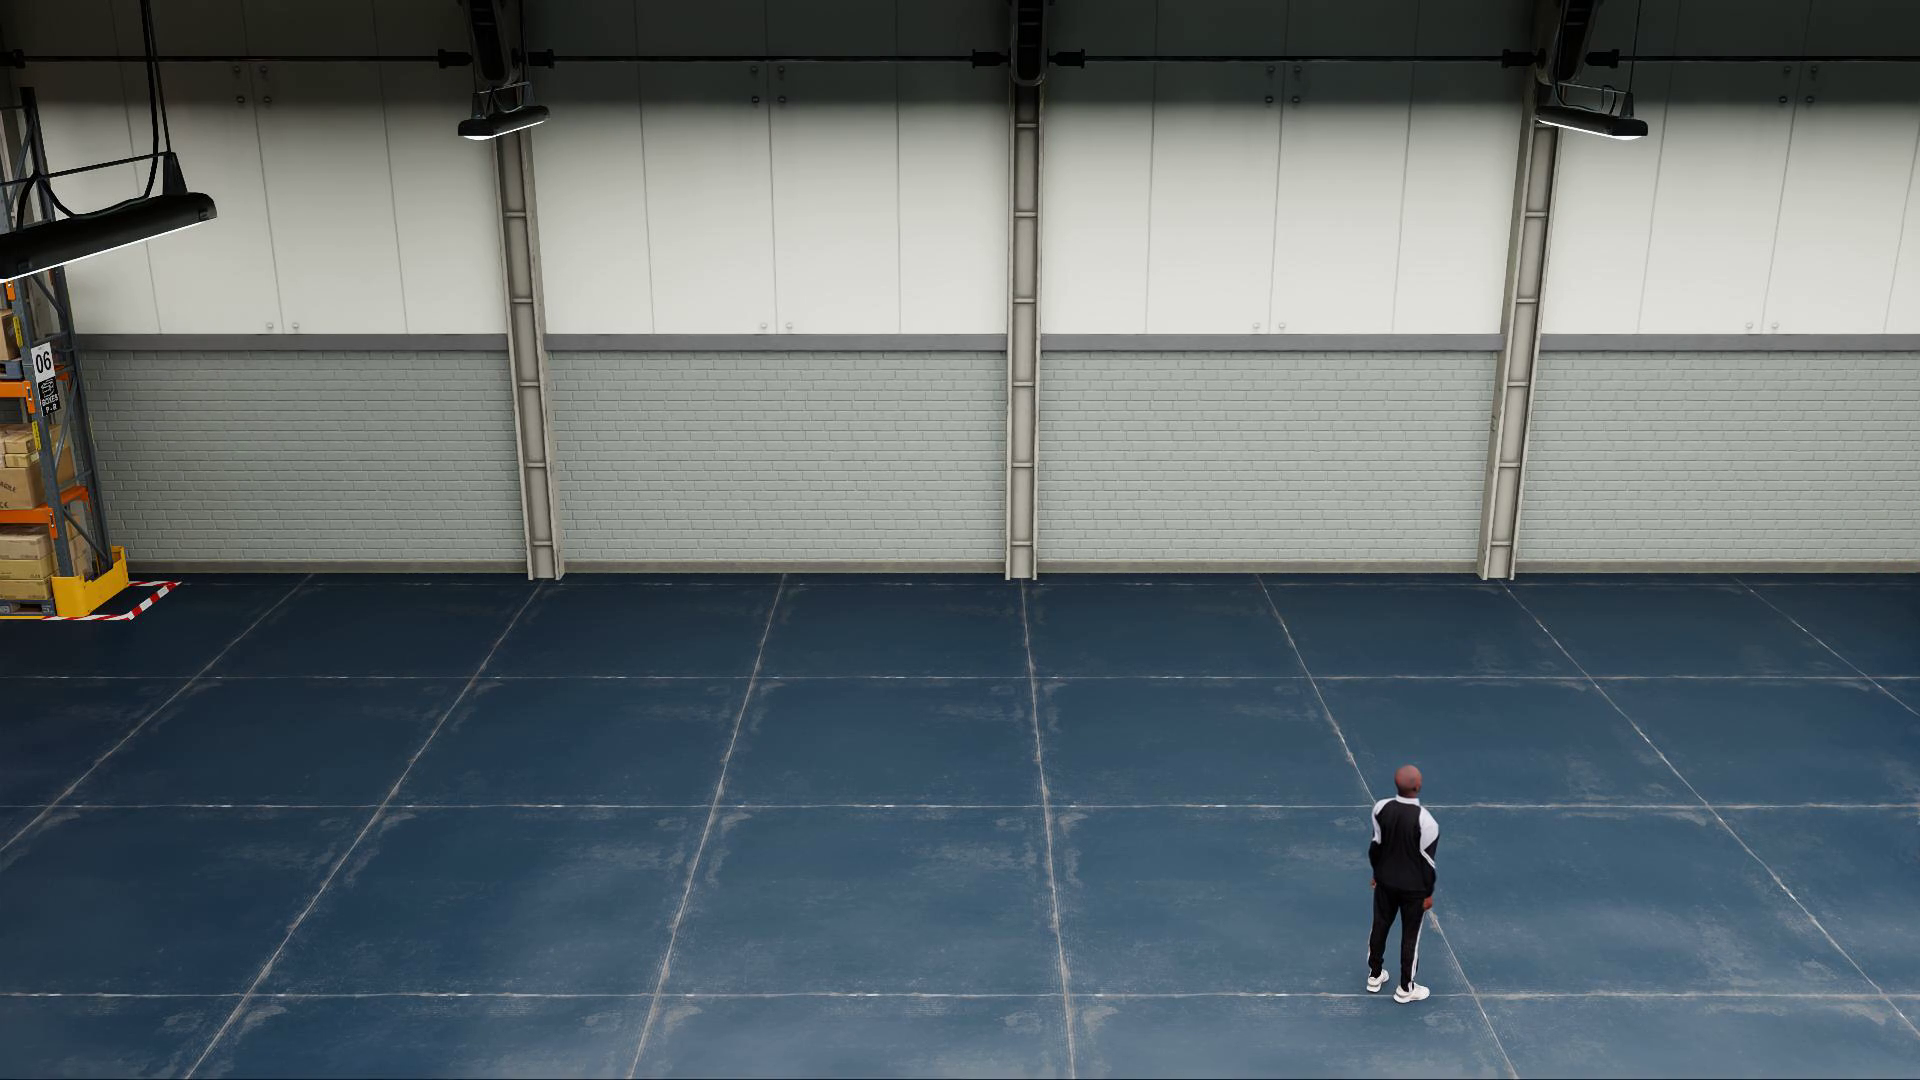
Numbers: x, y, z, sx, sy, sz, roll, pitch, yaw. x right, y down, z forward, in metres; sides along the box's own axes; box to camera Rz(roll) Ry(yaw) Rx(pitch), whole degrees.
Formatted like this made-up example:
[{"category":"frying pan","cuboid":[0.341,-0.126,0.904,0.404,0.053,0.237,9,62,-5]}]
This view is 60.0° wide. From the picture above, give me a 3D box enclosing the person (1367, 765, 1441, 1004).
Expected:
[{"category":"person","cuboid":[3.166,2.448,11.950,0.721,1.828,0.786,17,24,41]}]
